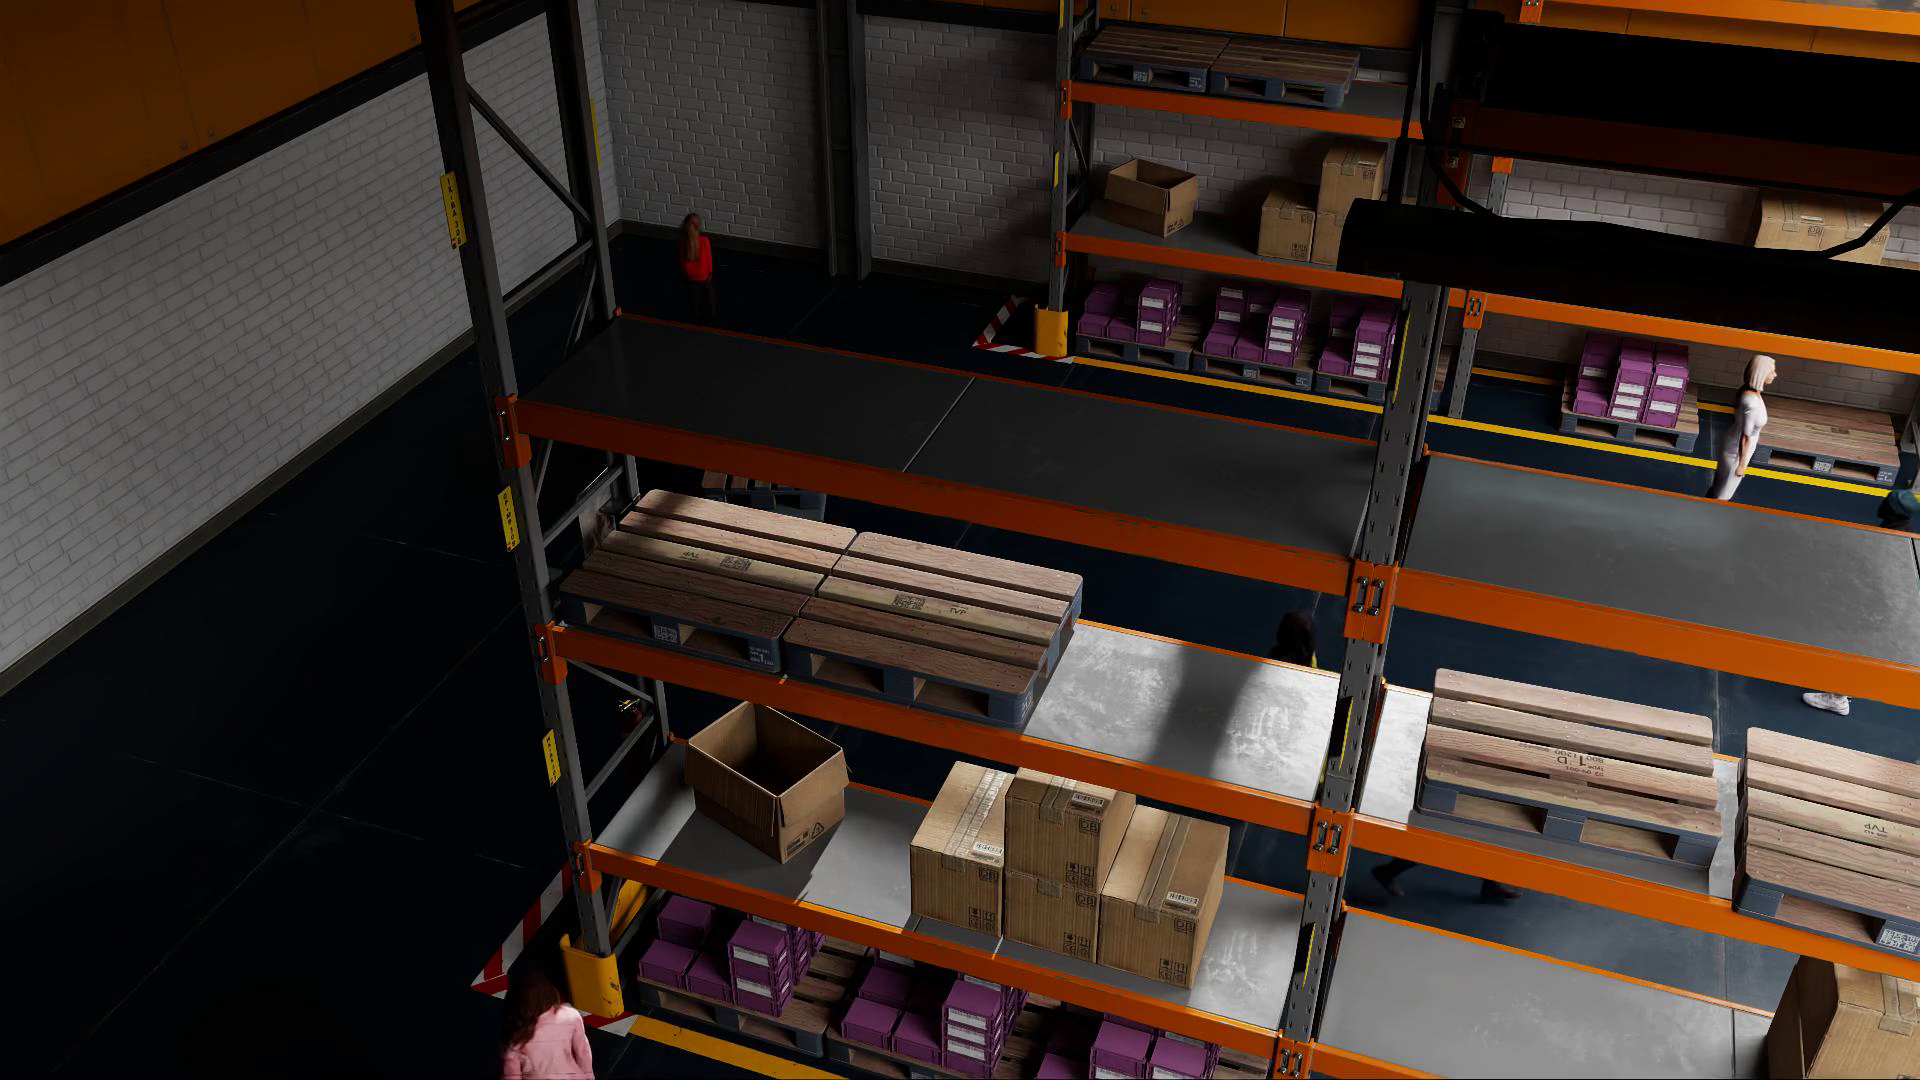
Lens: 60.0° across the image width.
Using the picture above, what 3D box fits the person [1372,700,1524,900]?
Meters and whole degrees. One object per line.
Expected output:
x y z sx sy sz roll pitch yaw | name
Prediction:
3.055 1.599 10.144 1.223 1.691 0.703 5 34 8 | person

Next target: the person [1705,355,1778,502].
6.333 -0.720 13.580 0.518 1.751 0.576 8 35 13 | person

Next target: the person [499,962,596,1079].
-1.979 2.831 8.208 0.949 1.782 1.082 -21 39 -28 | person

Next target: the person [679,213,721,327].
-2.699 -2.694 16.986 0.699 1.266 0.679 0 34 -1 | person

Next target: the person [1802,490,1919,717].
6.437 0.420 11.804 0.697 1.818 0.737 24 40 31 | person
